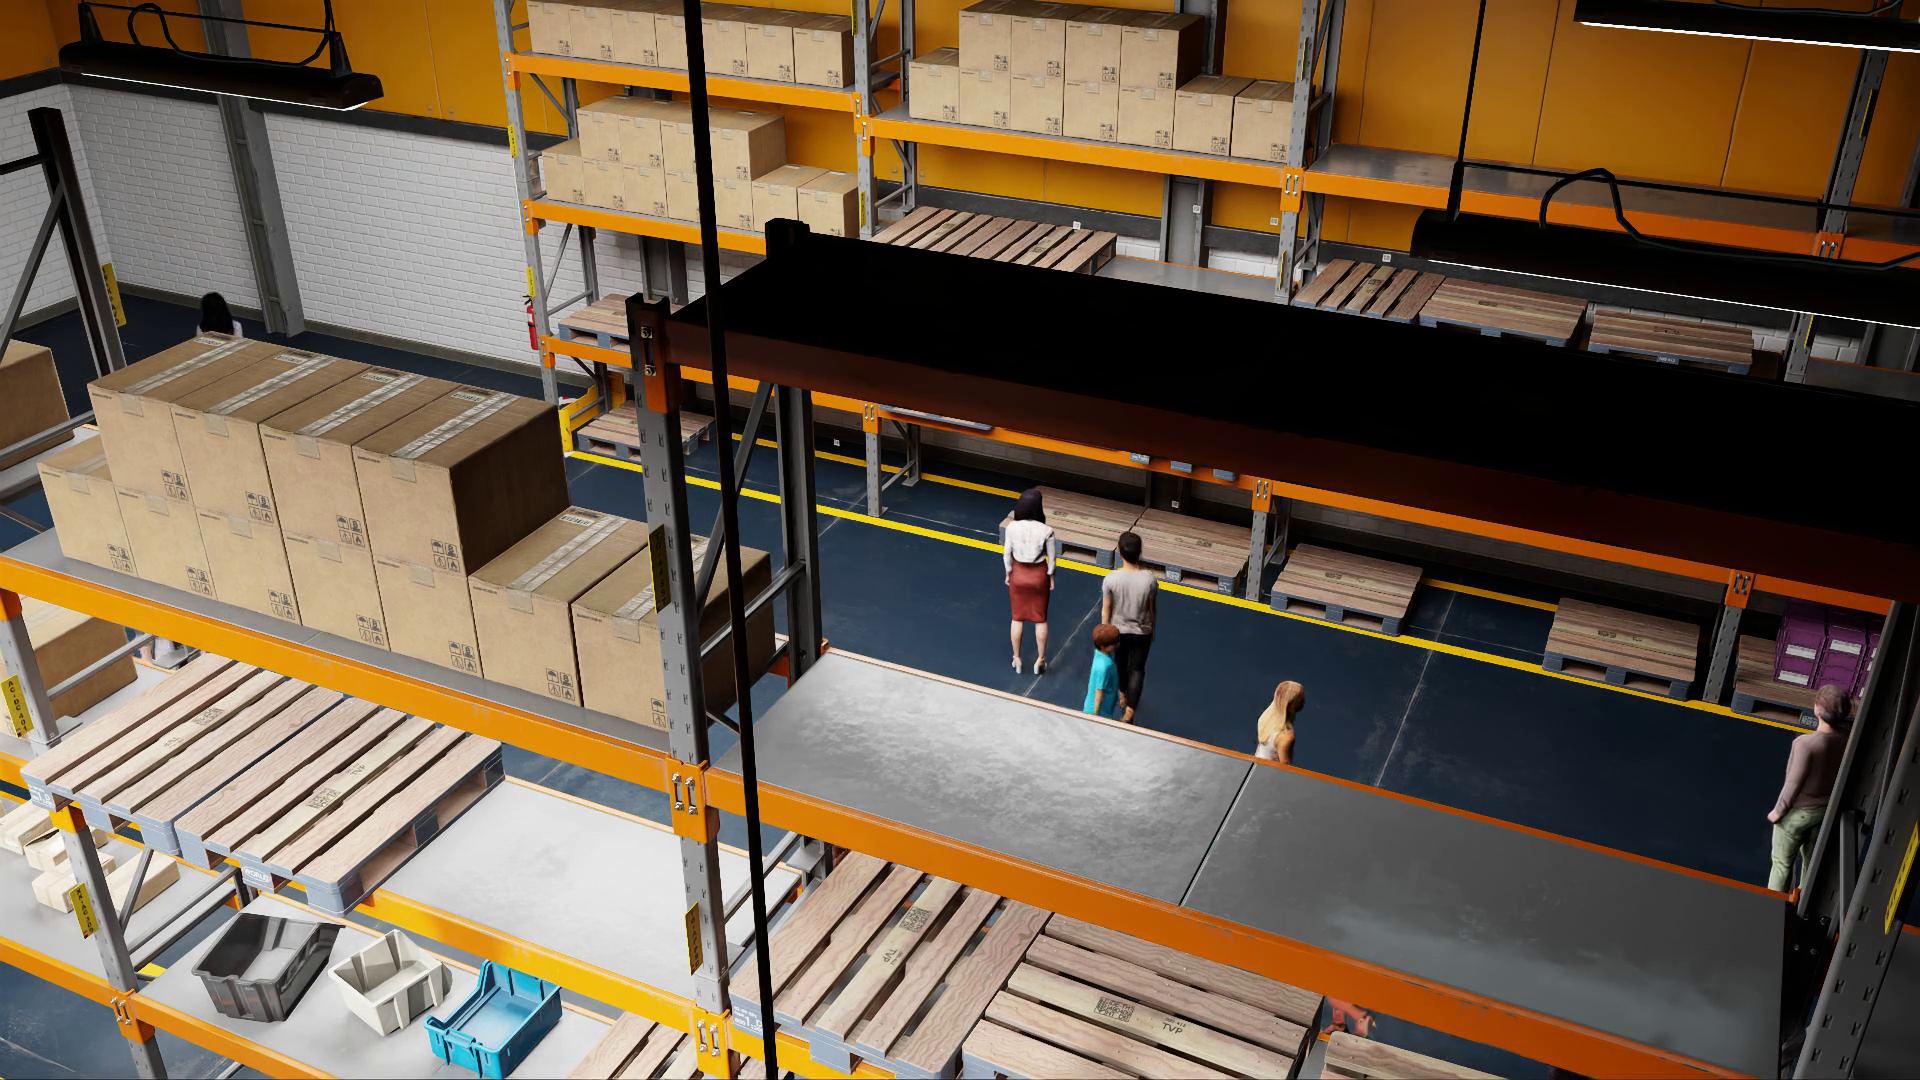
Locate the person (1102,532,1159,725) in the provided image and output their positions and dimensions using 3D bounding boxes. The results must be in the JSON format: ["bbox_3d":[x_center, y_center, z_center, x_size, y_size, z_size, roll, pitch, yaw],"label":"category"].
[{"bbox_3d":[1.367,0.772,13.437,1.048,1.686,0.820,6,29,11],"label":"person"}]

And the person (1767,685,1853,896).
[{"bbox_3d":[5.764,1.823,11.320,0.758,1.869,0.825,-9,30,-16],"label":"person"}]

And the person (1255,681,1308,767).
[{"bbox_3d":[2.038,1.728,11.605,1.110,1.763,0.888,2,29,3],"label":"person"}]

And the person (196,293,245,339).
[{"bbox_3d":[-8.001,-1.818,18.174,1.092,1.696,1.154,-10,30,-18],"label":"person"}]

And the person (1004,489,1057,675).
[{"bbox_3d":[0.593,0.359,14.127,0.531,1.751,0.704,5,29,9],"label":"person"}]

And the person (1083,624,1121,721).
[{"bbox_3d":[1.011,1.276,12.799,1.007,1.411,0.775,1,29,2],"label":"person"}]
